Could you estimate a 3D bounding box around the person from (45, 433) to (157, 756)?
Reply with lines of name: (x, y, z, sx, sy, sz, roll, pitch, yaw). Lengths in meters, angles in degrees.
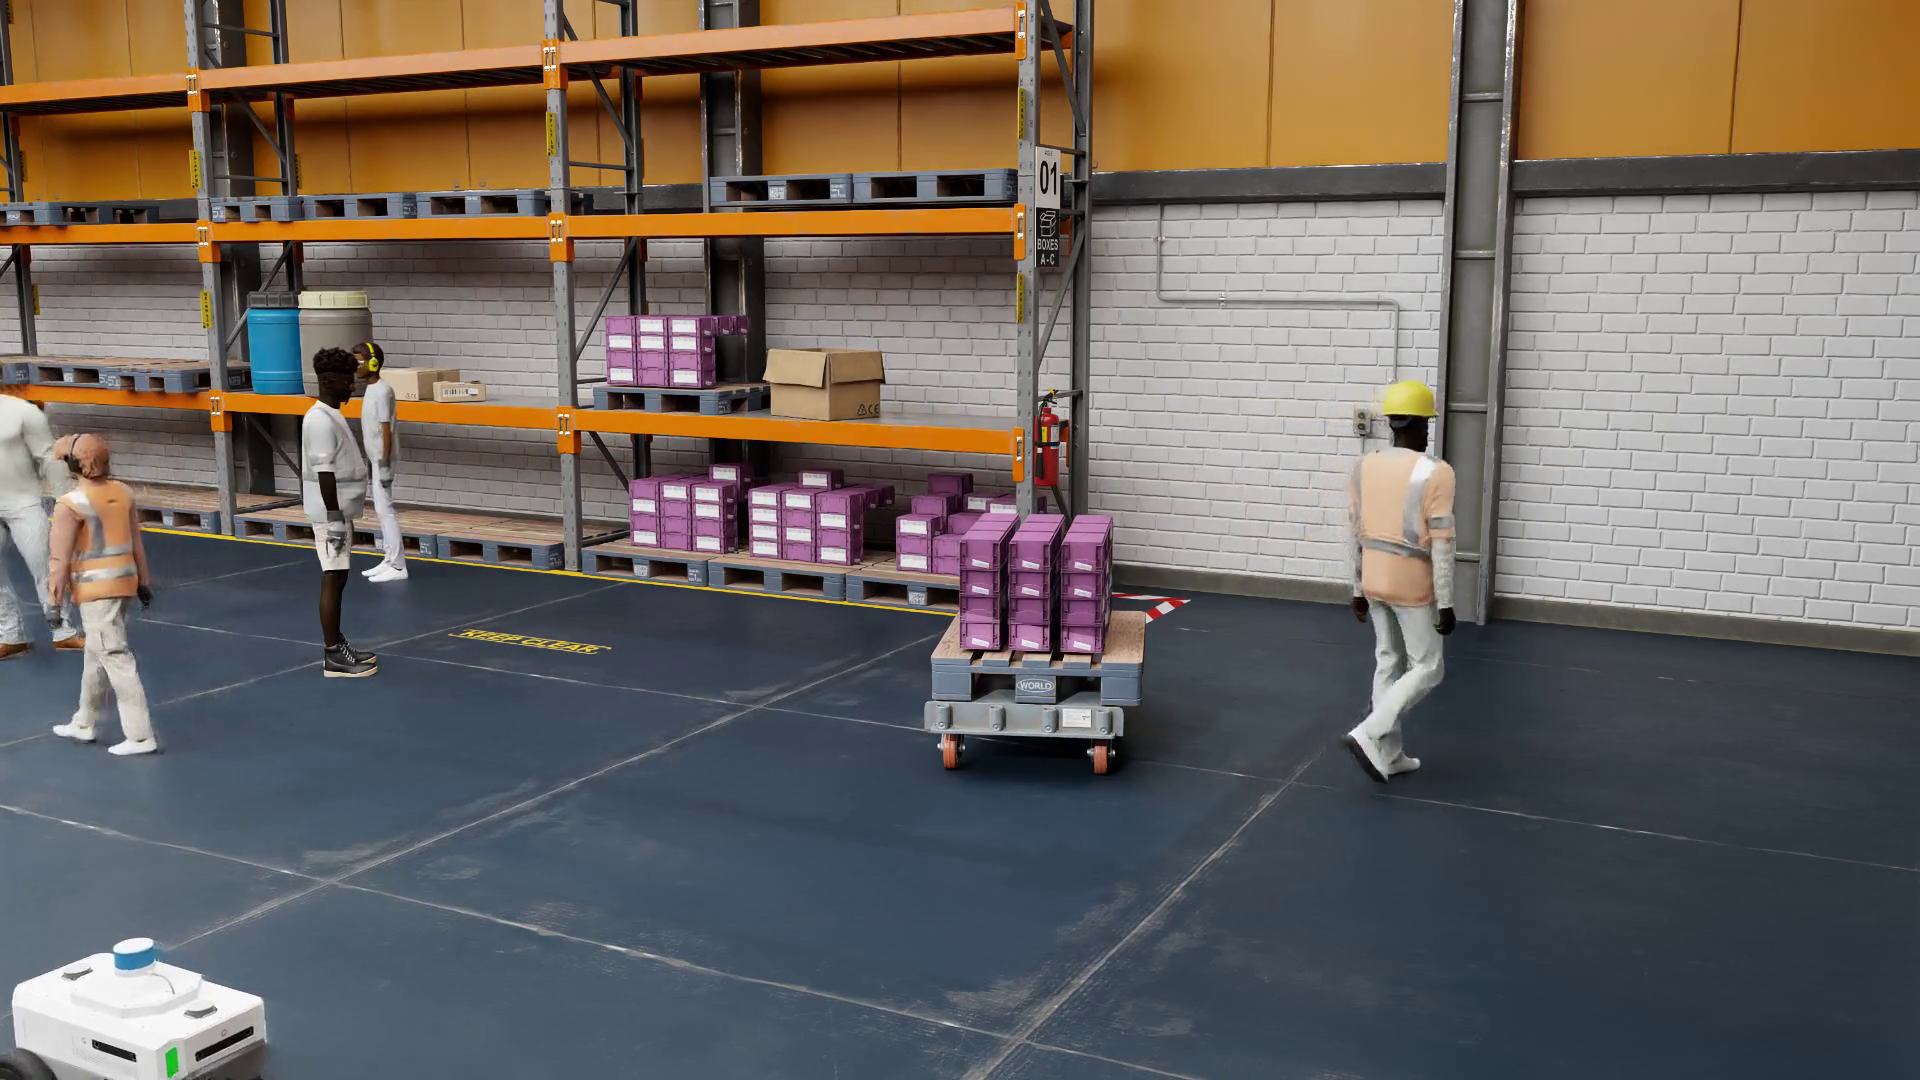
person: (-4.348, 0.276, 8.230, 0.757, 1.606, 0.547, 1, 9, 8)

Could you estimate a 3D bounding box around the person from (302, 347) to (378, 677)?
person: (-3.719, -0.168, 9.928, 0.368, 1.961, 0.603, -3, 10, -18)

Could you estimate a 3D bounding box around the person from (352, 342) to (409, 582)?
person: (-4.524, -0.605, 12.956, 0.321, 1.860, 0.512, -5, 10, -27)

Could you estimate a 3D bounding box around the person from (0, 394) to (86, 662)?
person: (-5.807, -0.182, 10.244, 0.801, 1.894, 0.437, -2, 9, -12)

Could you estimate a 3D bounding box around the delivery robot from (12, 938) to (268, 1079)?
delivery robot: (-2.270, 1.349, 4.609, 0.707, 0.478, 0.477, 5, 10, 27)

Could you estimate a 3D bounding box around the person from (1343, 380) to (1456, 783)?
person: (2.020, 0.212, 7.746, 0.541, 1.907, 0.604, -6, 11, -33)
